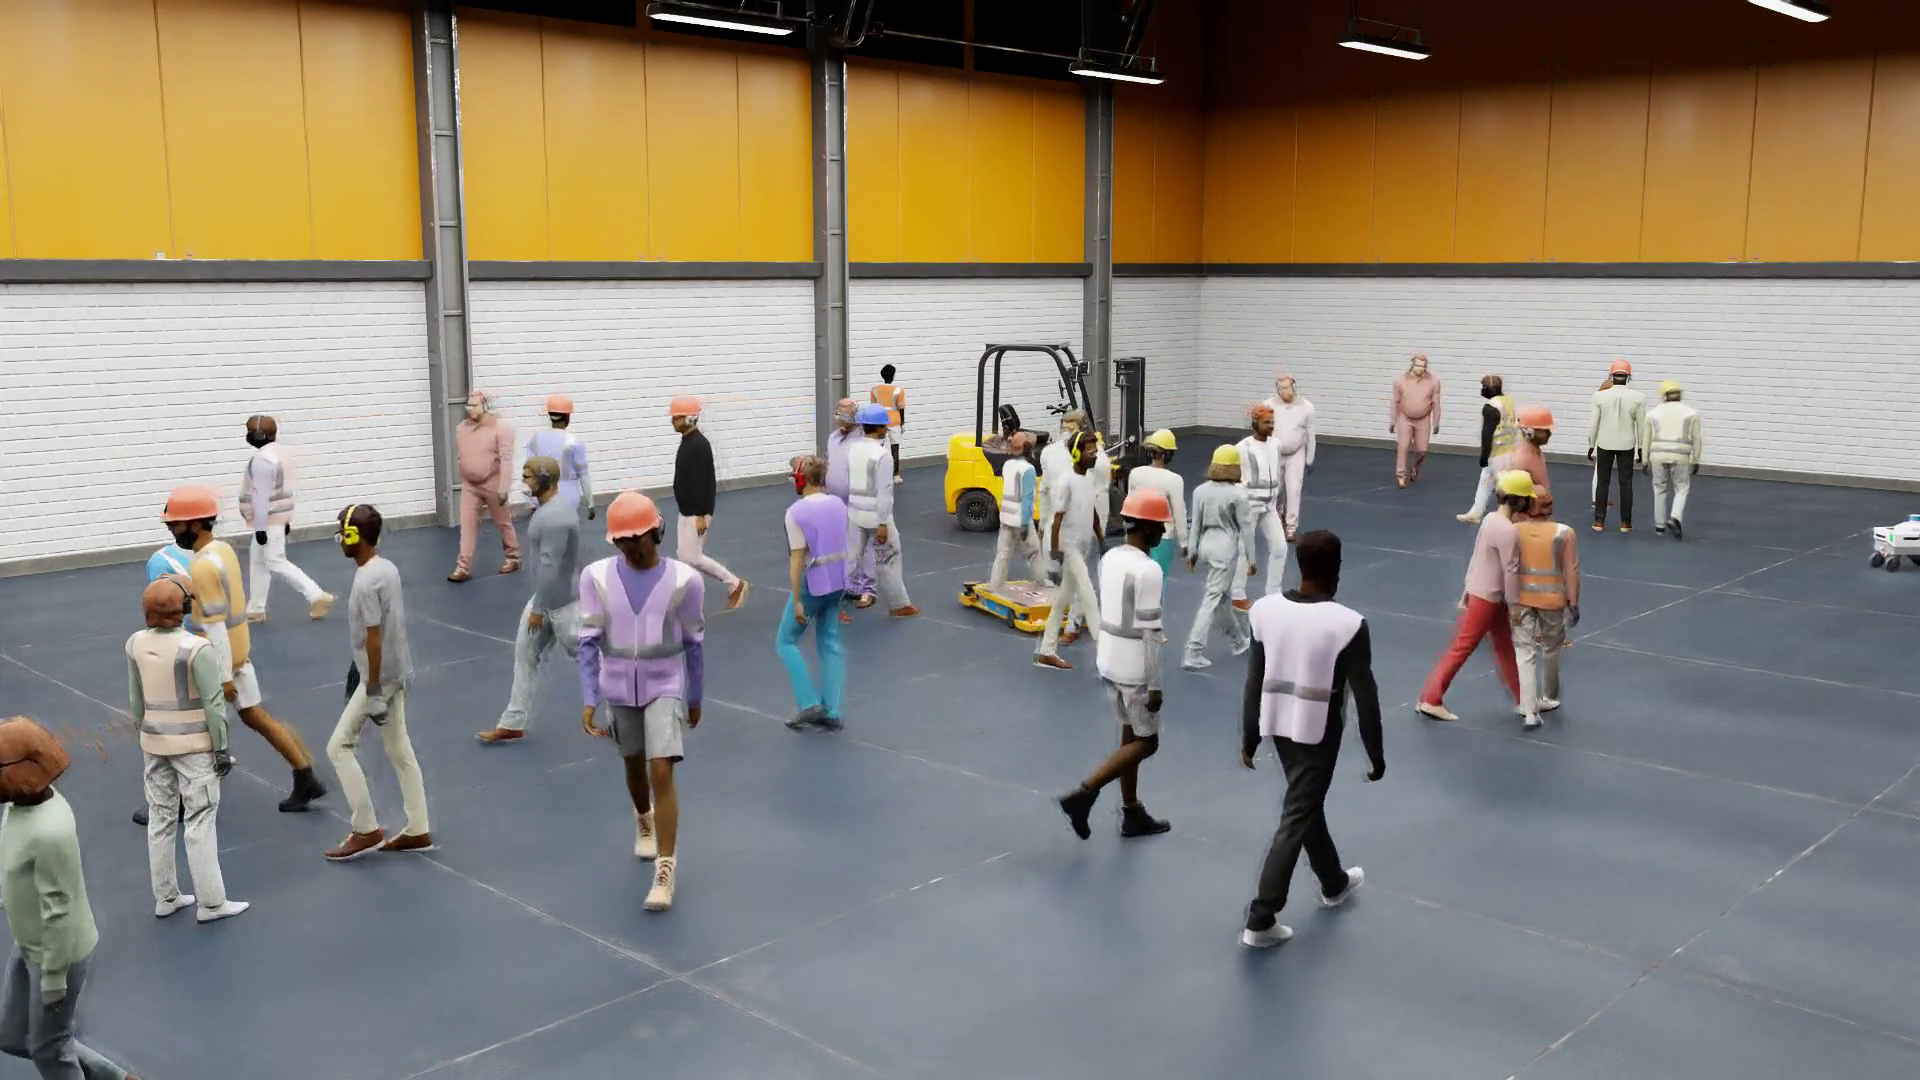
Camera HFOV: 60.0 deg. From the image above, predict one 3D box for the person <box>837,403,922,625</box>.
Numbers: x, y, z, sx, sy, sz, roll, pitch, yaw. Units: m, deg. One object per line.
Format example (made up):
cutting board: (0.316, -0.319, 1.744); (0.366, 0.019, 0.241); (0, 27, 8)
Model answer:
person: (-0.788, -0.215, 14.185); (0.984, 1.905, 0.622); (-8, 12, -40)

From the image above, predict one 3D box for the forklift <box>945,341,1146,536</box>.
forklift: (0.977, -1.223, 19.452); (2.313, 2.155, 1.214); (2, 9, 11)

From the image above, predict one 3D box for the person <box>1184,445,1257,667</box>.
person: (2.029, 0.113, 12.792); (0.919, 1.689, 0.505); (-8, 12, -41)

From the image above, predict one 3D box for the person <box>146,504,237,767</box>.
person: (-4.592, 0.575, 9.945); (0.320, 1.698, 0.529); (2, 10, 15)

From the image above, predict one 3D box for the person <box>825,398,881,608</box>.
person: (-0.981, -0.336, 14.970); (0.415, 1.893, 0.664); (-9, 13, -43)

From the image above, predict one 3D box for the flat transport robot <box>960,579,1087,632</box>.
flat transport robot: (0.587, 0.550, 14.464); (0.652, 0.197, 1.431); (-4, 10, -24)

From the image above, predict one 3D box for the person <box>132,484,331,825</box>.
person: (-4.008, 0.622, 9.095); (1.001, 1.895, 0.550); (-1, 9, -8)

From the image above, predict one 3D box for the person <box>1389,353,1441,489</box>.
person: (6.302, -1.657, 23.088); (0.713, 1.877, 0.558); (1, 9, 8)

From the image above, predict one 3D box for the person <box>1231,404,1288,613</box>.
person: (2.654, -0.253, 14.523); (0.604, 1.854, 0.733); (-7, 12, -37)

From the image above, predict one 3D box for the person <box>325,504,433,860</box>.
person: (-3.059, 0.731, 8.579); (0.668, 1.833, 0.523); (0, 9, -2)

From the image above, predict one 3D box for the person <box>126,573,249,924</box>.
person: (-3.610, 0.967, 7.712); (0.514, 1.645, 0.307); (3, 10, 19)

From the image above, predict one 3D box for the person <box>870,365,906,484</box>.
person: (-1.020, -1.632, 23.513); (0.530, 1.690, 0.321); (3, 10, 16)

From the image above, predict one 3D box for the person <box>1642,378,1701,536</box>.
person: (8.062, -0.929, 18.867); (0.615, 1.800, 0.506); (4, 10, 25)

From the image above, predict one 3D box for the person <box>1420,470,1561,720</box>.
person: (3.548, 0.385, 11.095); (0.959, 1.711, 0.547); (1, 9, 7)

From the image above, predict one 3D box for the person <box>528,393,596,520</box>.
person: (-3.576, -0.371, 15.074); (0.560, 1.913, 0.640); (3, 10, 16)

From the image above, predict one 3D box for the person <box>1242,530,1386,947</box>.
person: (1.621, 0.877, 7.593); (1.022, 1.859, 0.614); (-9, 13, -42)

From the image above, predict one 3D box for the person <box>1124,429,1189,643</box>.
person: (1.626, -0.027, 13.475); (0.557, 1.745, 0.572); (9, 13, 43)

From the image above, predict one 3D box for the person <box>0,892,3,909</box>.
person: (-4.041, 1.034, 6.594); (0.585, 1.862, 0.607); (-7, 11, -35)

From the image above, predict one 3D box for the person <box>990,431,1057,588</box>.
person: (0.597, -0.156, 14.710); (0.826, 1.599, 0.526); (-5, 10, -27)

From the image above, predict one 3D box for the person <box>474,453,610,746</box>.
person: (-2.541, 0.377, 10.630); (1.061, 1.889, 0.629); (-4, 10, -24)

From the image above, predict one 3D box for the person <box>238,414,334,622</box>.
person: (-5.828, -0.173, 14.191); (0.836, 1.817, 0.632); (-1, 9, -7)

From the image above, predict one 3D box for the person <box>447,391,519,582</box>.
person: (-4.662, -0.537, 16.283); (0.666, 1.853, 0.991); (3, 10, 17)

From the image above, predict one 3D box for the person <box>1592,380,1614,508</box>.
person: (8.238, -1.228, 21.197); (0.280, 1.633, 0.500); (5, 10, 27)

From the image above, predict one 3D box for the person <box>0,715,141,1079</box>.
person: (-2.971, 1.345, 5.445); (0.393, 1.614, 0.521); (-8, 12, -42)

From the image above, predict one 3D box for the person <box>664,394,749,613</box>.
person: (-2.216, -0.268, 14.264); (0.616, 1.975, 0.634); (-4, 10, -25)

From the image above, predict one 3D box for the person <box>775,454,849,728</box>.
person: (-0.962, 0.346, 10.967); (0.468, 1.821, 0.557); (8, 12, 39)

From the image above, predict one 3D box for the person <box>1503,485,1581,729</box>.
person: (3.883, 0.427, 11.157); (0.557, 1.587, 0.855); (4, 10, 23)

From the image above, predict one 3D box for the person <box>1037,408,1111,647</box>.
person: (0.943, -0.120, 13.522); (0.641, 1.924, 0.615); (7, 11, 35)

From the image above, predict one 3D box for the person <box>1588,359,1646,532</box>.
person: (7.601, -1.092, 19.264); (0.624, 1.990, 0.397); (3, 10, 20)

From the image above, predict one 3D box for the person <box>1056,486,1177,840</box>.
person: (0.831, 0.671, 8.725); (0.651, 1.912, 0.556); (-3, 10, -17)

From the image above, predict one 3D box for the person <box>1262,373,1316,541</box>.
person: (3.682, -0.953, 18.776); (0.655, 1.882, 0.692); (3, 10, 18)

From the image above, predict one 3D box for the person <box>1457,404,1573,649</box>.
person: (4.512, -0.124, 13.440); (0.887, 1.966, 0.615); (5, 11, 28)

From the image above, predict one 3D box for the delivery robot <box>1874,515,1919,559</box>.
delivery robot: (9.619, -0.013, 16.758); (0.707, 0.478, 0.477); (0, 9, -1)

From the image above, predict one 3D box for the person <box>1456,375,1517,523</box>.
person: (6.387, -1.046, 19.629); (0.892, 1.801, 0.634); (5, 11, 29)

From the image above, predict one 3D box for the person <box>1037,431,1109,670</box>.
person: (0.977, 0.111, 12.418); (0.931, 1.817, 0.557); (5, 10, 27)

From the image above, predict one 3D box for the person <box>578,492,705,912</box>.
person: (-1.553, 0.730, 8.199); (0.597, 1.982, 1.041); (0, 9, 0)
